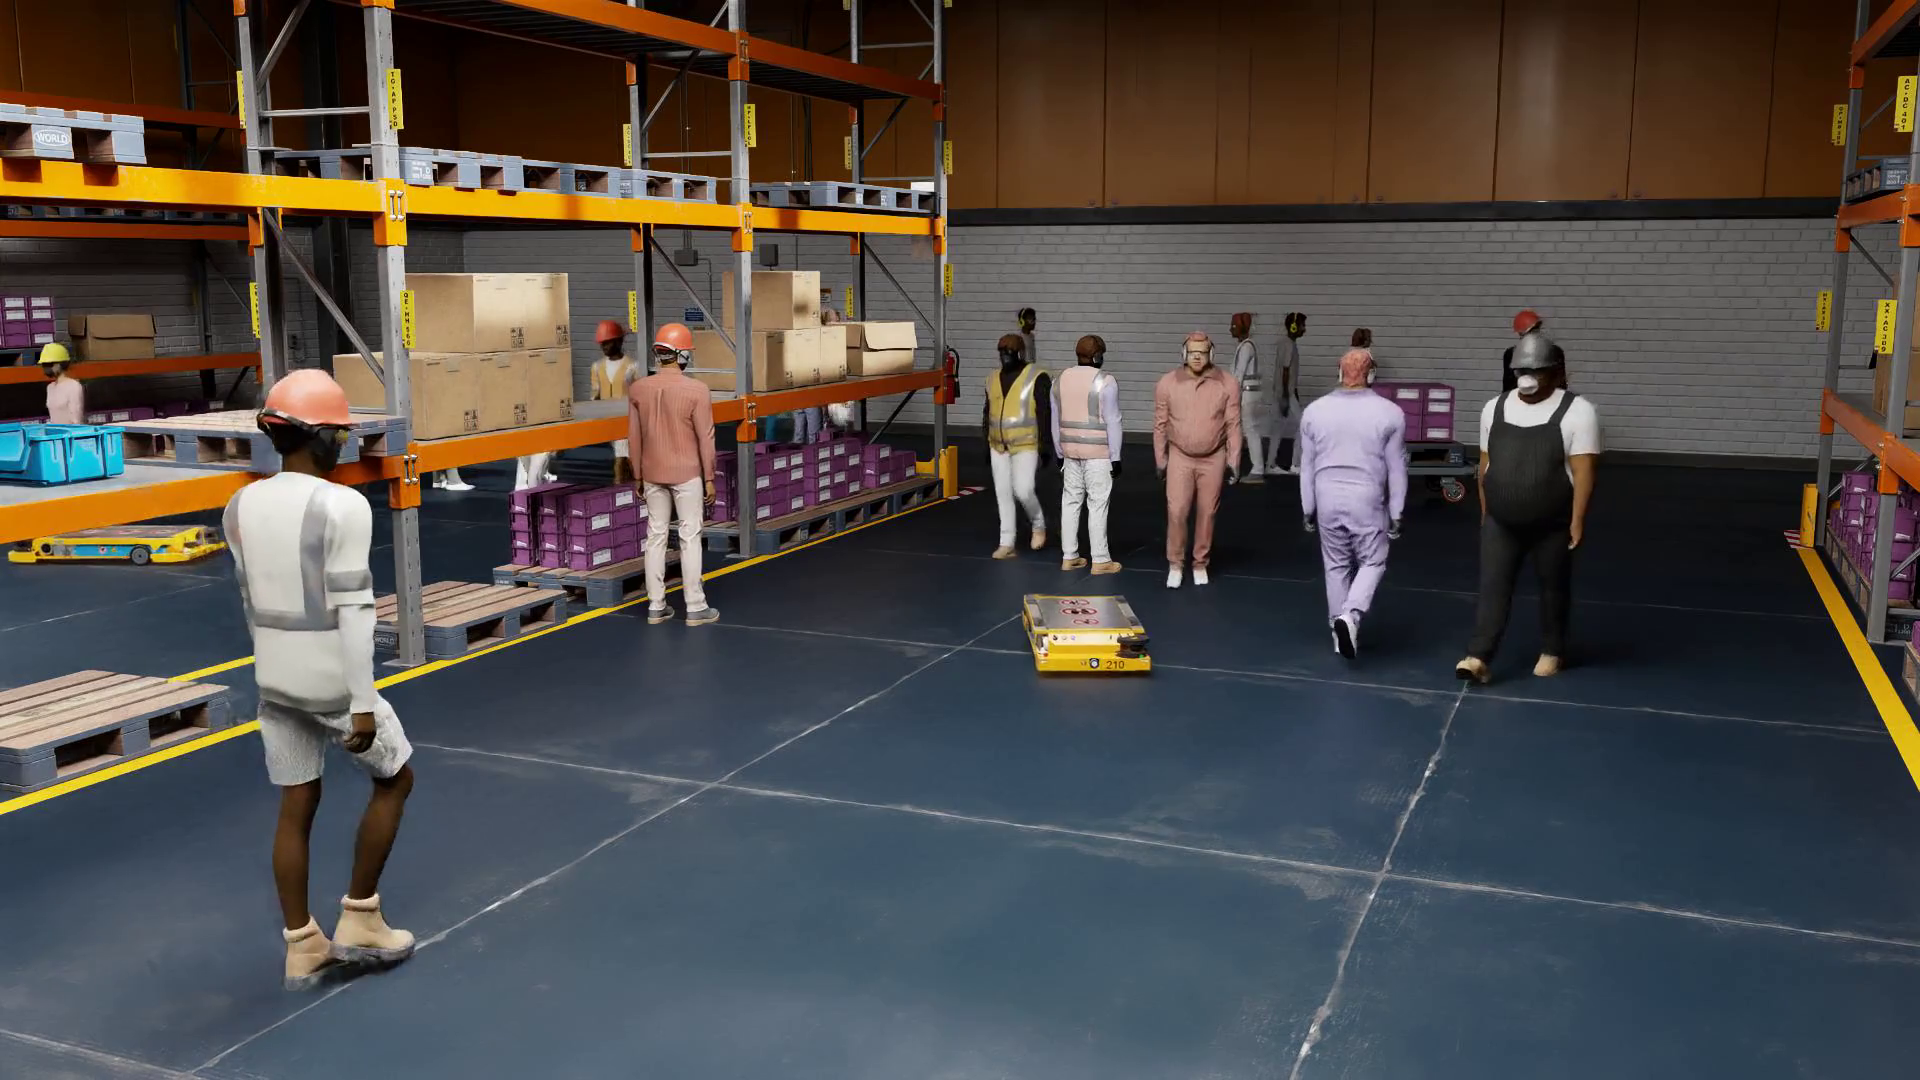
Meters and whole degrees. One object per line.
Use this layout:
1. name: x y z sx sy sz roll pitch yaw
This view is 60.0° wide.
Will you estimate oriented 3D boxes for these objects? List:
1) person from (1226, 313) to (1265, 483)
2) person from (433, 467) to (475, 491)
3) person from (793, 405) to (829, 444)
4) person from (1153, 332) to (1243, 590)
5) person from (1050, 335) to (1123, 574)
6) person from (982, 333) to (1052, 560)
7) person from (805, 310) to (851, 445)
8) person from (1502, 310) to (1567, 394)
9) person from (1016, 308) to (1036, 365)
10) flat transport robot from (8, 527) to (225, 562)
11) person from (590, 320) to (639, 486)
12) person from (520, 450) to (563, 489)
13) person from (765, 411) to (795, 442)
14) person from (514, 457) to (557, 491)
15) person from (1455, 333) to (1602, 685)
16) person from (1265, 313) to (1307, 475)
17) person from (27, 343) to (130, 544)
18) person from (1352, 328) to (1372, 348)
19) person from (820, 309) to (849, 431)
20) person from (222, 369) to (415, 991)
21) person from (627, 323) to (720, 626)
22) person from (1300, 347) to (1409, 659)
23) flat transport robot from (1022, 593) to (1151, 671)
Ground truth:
1. person: 2.951 -1.533 18.088 0.873 1.849 0.600 1 9 5
2. person: -5.420 -1.481 17.556 0.589 1.927 0.386 9 13 43
3. person: -1.589 -1.427 17.728 0.531 1.765 0.327 8 12 40
4. person: 1.743 -0.570 12.169 0.646 1.886 0.686 1 9 5
5. person: 1.000 -0.658 12.836 0.634 1.841 0.429 8 12 41
6. person: 0.459 -0.755 13.451 0.648 1.828 0.491 7 11 35
7. person: -1.438 -1.592 18.411 1.017 1.869 0.617 -1 9 -5
8. person: 5.712 -1.307 16.510 0.659 1.936 0.994 2 10 10
9. person: 0.797 -1.945 20.591 0.432 1.855 0.541 5 11 30
10. flat transport robot: -6.794 0.027 13.427 1.431 0.197 0.652 0 9 0
11. person: -3.110 -1.075 15.277 0.549 1.883 1.026 4 10 21
12. person: -3.773 -0.861 14.805 0.506 1.598 0.870 3 10 18
13. person: -2.181 -1.993 21.028 0.852 1.816 0.575 2 10 12
14. person: -4.481 -1.321 17.562 0.539 1.587 0.795 4 10 22
15. person: 3.191 -0.185 9.361 0.700 2.000 1.006 7 12 37
16. person: 3.779 -1.640 18.794 0.700 1.836 0.545 0 9 -1
17. person: -7.598 -0.822 14.219 0.540 1.713 0.940 6 11 31
18. person: 4.694 -1.675 19.611 0.310 1.636 0.522 0 9 2
19. person: -1.489 -1.690 18.969 0.553 1.880 0.746 5 11 28
20. person: -2.086 0.455 5.502 0.619 2.025 0.591 4 10 25
21. person: -1.882 -0.430 10.986 0.623 1.992 0.396 3 10 19
22. person: 2.331 -0.203 9.922 0.660 1.888 0.638 5 11 30
23. flat transport robot: 0.754 0.551 10.255 0.652 0.197 1.431 0 9 -2
